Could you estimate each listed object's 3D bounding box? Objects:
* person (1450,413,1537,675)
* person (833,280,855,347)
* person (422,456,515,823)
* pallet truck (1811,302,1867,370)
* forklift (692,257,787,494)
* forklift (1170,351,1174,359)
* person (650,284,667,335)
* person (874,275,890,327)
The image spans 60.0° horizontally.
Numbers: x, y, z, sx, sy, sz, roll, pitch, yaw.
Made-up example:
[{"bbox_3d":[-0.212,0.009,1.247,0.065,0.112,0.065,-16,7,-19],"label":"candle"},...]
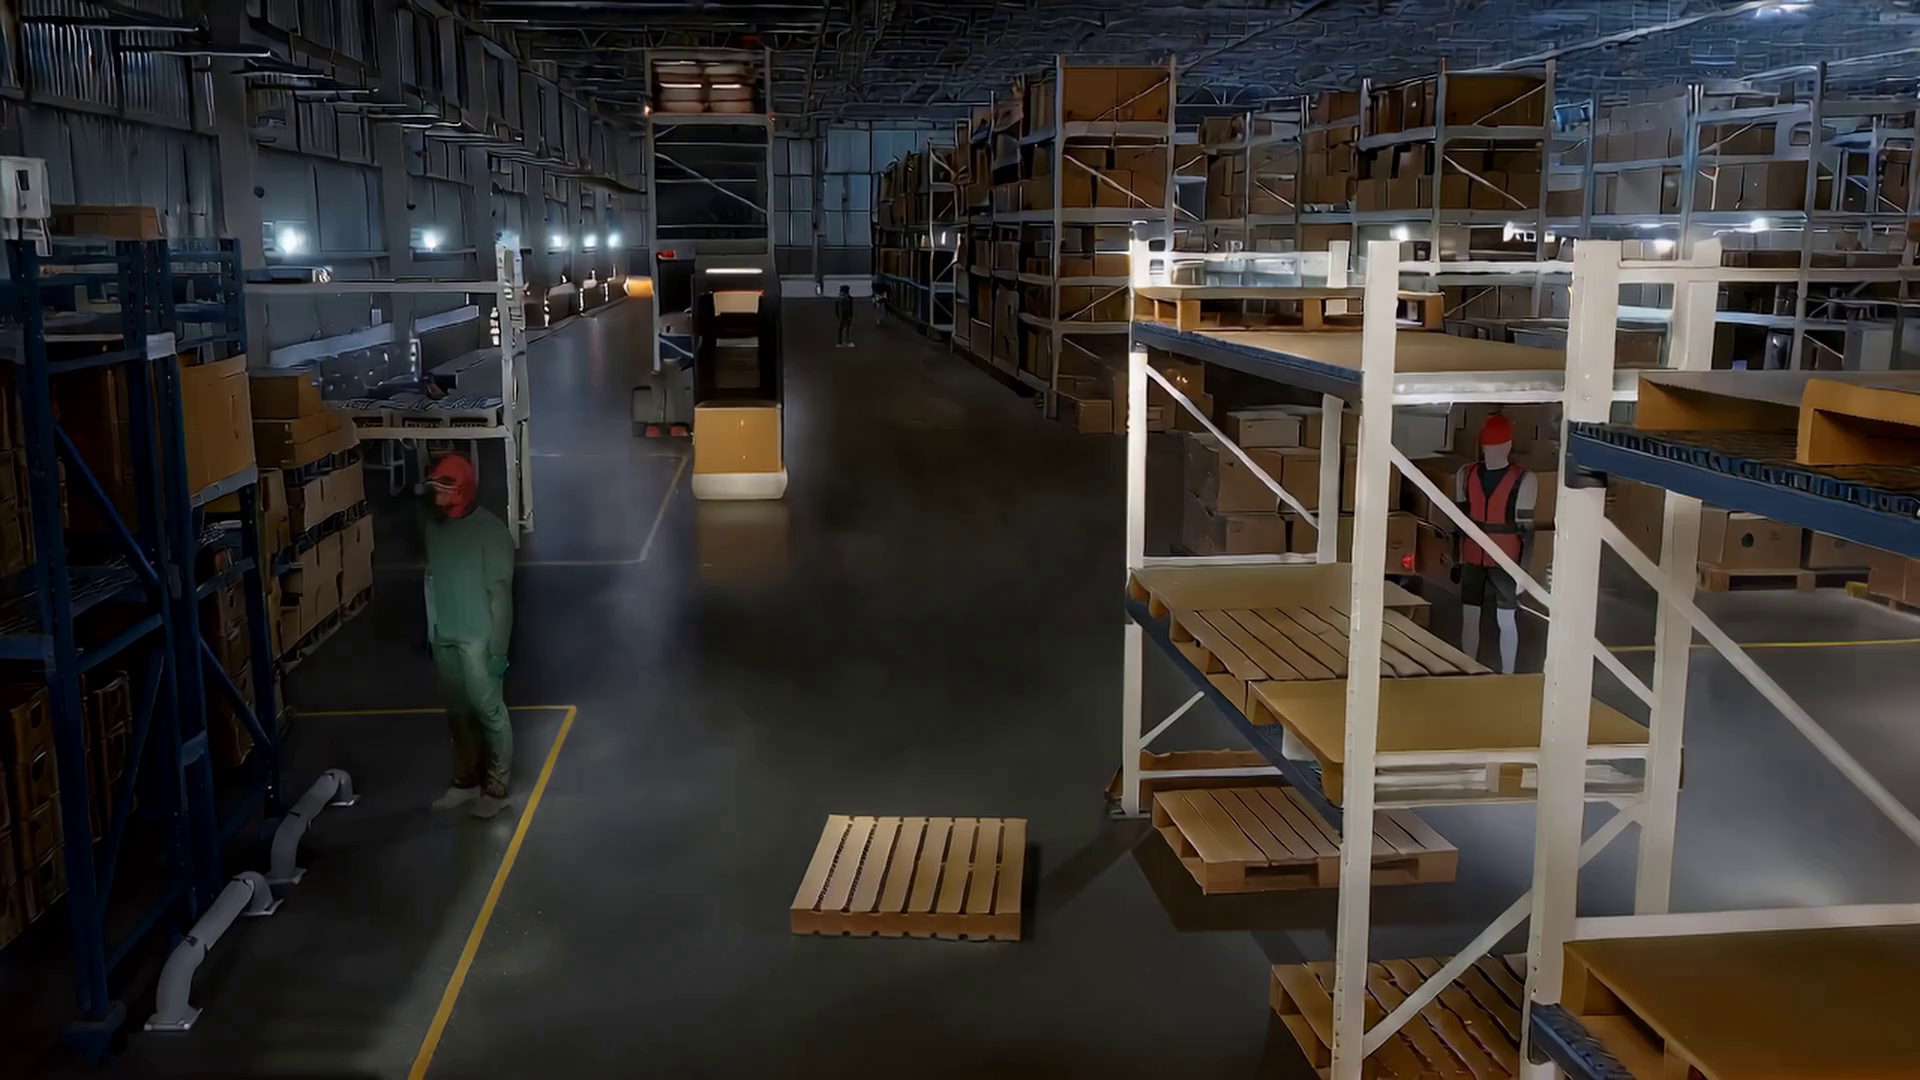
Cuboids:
[{"bbox_3d":[3.465,0.127,10.886,0.543,1.928,0.397,8,13,38],"label":"person"},{"bbox_3d":[-3.291,-6.445,47.366,0.639,1.902,0.407,8,13,37],"label":"person"},{"bbox_3d":[-2.578,0.515,8.733,0.629,1.935,0.376,7,12,34],"label":"person"},{"bbox_3d":[15.846,-3.142,28.793,1.885,1.965,0.823,2,10,12],"label":"pallet truck"},{"bbox_3d":[-2.704,-2.042,20.250,1.129,2.768,1.873,-1,10,-6],"label":"forklift"},{"bbox_3d":[4.638,-5.852,41.358,1.129,2.768,1.873,-1,10,-6],"label":"forklift"},{"bbox_3d":[-9.281,-7.224,51.477,0.642,1.963,0.800,-3,11,-16],"label":"person"},{"bbox_3d":[-2.744,-8.380,58.292,0.590,1.826,0.645,0,10,-2],"label":"person"}]
